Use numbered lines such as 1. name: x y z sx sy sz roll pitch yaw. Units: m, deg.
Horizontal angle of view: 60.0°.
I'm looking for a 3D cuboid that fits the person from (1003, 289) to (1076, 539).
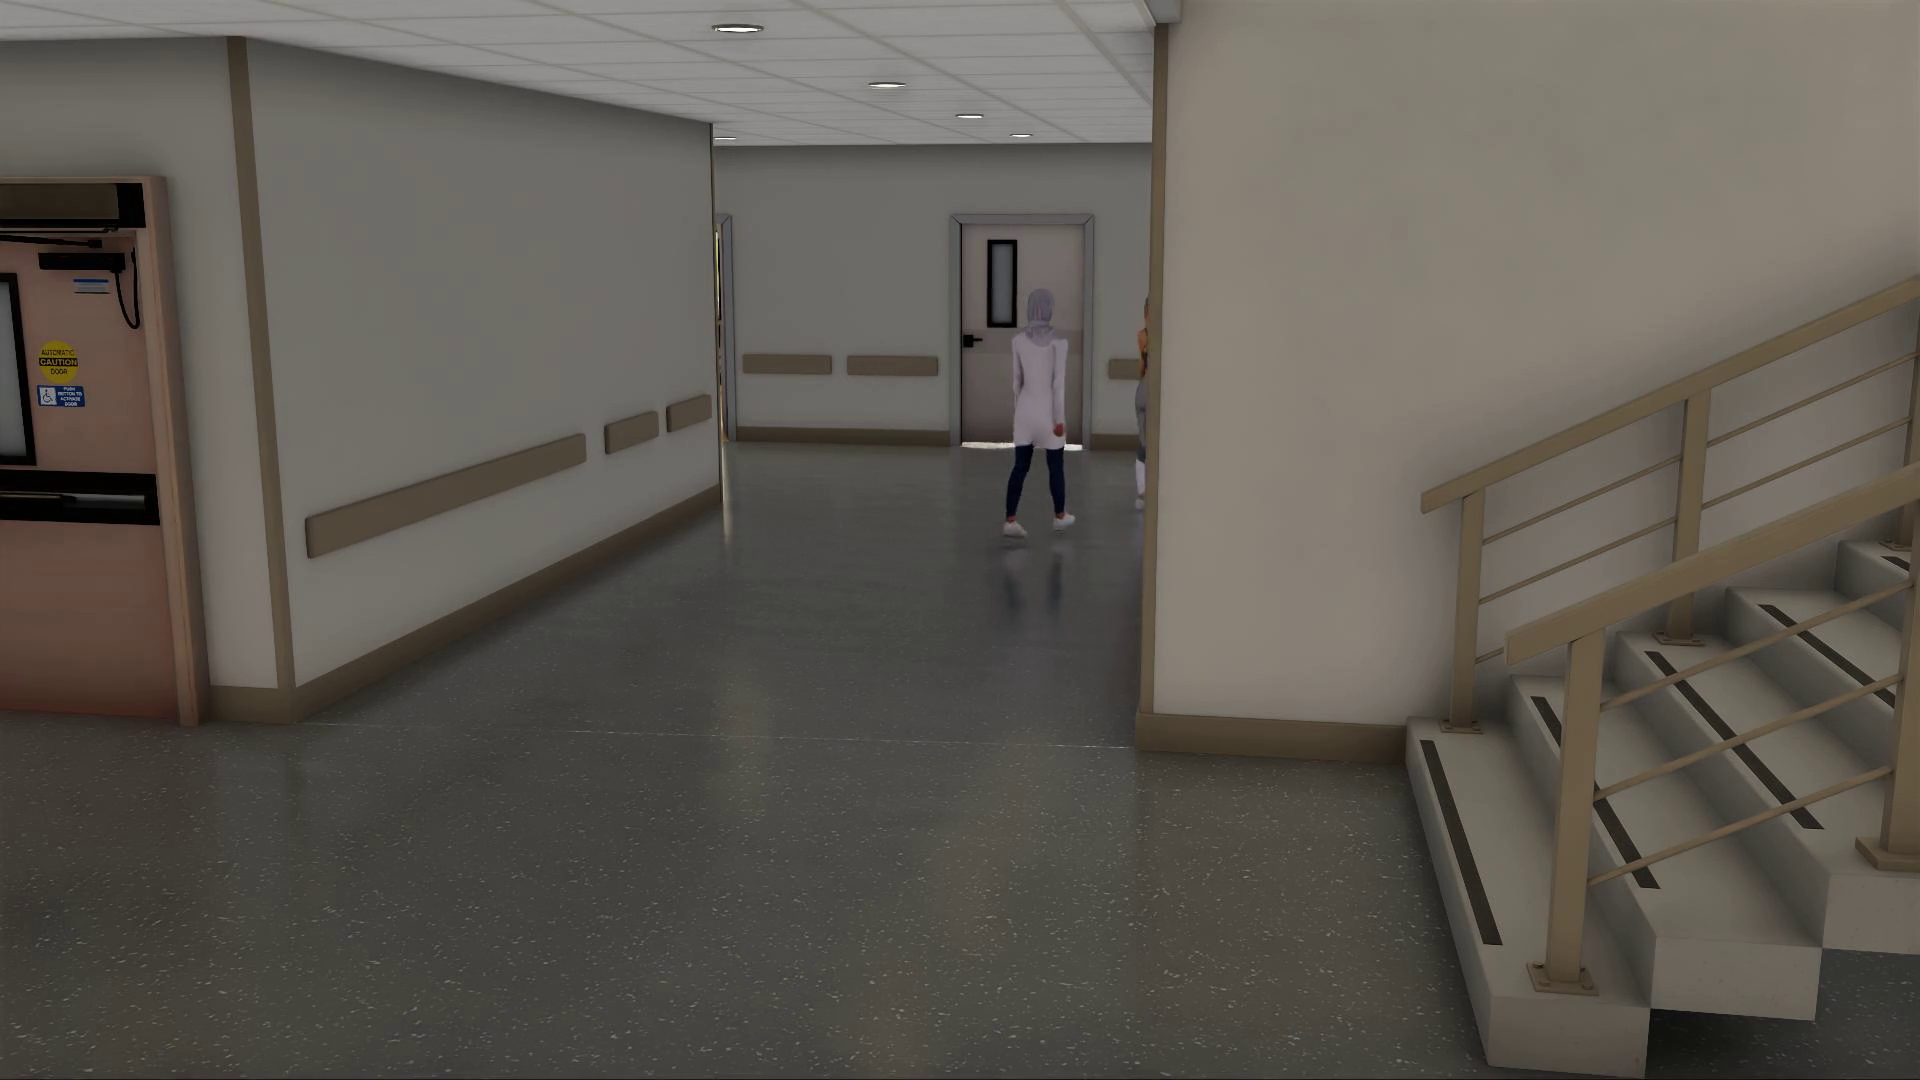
1. person: 0.496 -0.834 11.597 1.157 1.734 0.979 7 13 32
